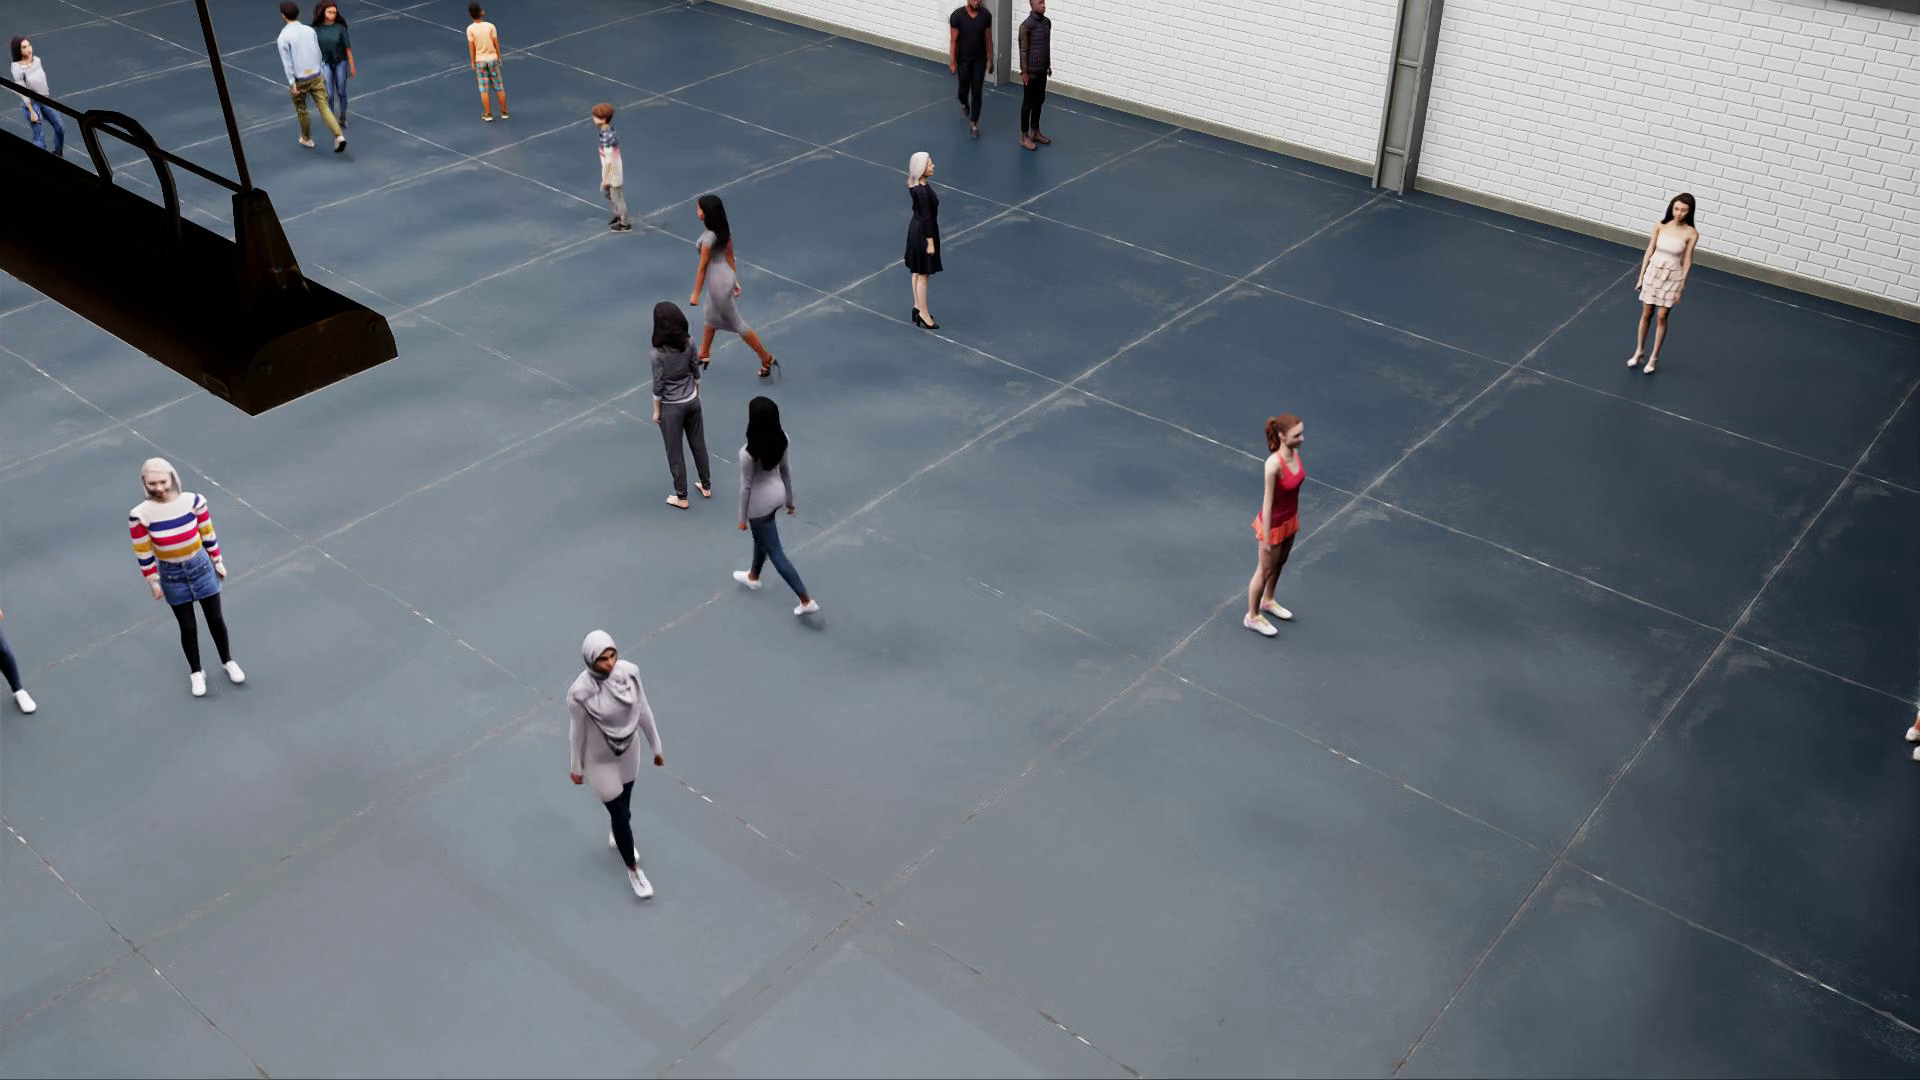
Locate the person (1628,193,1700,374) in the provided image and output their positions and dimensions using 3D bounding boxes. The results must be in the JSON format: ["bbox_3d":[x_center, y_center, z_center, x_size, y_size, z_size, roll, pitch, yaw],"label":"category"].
[{"bbox_3d":[6.402,-2.345,15.131,0.449,1.736,0.622,26,42,34],"label":"person"}]

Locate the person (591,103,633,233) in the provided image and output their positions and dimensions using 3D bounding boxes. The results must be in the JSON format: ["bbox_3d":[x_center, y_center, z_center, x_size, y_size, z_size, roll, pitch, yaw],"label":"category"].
[{"bbox_3d":[-3.683,-4.008,17.909,0.694,1.428,0.632,-3,34,-5],"label":"person"}]

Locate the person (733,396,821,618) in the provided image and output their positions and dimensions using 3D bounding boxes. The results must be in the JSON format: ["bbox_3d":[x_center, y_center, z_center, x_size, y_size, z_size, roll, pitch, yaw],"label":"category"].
[{"bbox_3d":[-1.324,-0.197,11.933,1.138,1.699,0.647,23,40,30],"label":"person"}]

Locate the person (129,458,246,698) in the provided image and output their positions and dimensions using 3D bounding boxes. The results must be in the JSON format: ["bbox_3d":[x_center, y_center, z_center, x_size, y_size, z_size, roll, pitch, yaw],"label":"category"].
[{"bbox_3d":[-5.201,0.226,11.197,0.705,1.808,0.613,-20,38,-27],"label":"person"}]

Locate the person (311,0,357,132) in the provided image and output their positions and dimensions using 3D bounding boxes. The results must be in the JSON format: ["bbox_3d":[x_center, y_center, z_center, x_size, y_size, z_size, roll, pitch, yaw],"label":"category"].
[{"bbox_3d":[-7.778,-5.892,20.596,0.757,1.594,0.813,-2,34,-3],"label":"person"}]

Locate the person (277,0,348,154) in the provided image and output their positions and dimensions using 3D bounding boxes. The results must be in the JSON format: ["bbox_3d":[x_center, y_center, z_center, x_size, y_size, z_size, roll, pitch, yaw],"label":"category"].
[{"bbox_3d":[-7.720,-5.459,19.776,1.167,1.779,0.713,27,42,35],"label":"person"}]

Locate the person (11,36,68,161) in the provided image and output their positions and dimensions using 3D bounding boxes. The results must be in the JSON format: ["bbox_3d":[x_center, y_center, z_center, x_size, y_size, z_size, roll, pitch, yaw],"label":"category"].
[{"bbox_3d":[-10.761,-5.029,19.278,0.724,1.614,0.712,10,35,14],"label":"person"}]

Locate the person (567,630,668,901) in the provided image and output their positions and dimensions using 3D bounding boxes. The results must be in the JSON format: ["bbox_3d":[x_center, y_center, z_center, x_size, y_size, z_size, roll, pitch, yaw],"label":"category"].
[{"bbox_3d":[-2.074,1.223,9.746,0.722,1.755,0.884,-27,42,-34],"label":"person"}]

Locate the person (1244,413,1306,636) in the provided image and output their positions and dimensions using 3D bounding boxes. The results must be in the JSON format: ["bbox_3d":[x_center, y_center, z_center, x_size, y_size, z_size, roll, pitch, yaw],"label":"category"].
[{"bbox_3d":[2.250,-0.131,11.786,0.536,1.751,0.561,23,40,30],"label":"person"}]

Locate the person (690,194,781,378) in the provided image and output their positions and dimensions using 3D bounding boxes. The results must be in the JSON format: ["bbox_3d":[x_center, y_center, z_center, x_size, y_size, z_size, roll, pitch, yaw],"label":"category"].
[{"bbox_3d":[-2.042,-2.211,14.934,1.211,1.730,0.957,7,34,10],"label":"person"}]

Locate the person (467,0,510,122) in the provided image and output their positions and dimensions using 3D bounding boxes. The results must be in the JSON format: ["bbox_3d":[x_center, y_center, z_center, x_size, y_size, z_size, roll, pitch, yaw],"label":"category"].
[{"bbox_3d":[-5.951,-6.016,20.902,0.602,1.460,0.617,-13,36,-18],"label":"person"}]

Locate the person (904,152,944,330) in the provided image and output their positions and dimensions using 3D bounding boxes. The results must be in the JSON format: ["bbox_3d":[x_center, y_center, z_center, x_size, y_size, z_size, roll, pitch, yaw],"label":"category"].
[{"bbox_3d":[-0.348,-2.876,15.920,0.758,1.747,0.679,-7,34,-11],"label":"person"}]

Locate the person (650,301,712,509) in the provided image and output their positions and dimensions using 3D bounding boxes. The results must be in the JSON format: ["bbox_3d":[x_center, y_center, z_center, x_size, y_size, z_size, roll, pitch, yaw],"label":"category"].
[{"bbox_3d":[-2.229,-1.072,13.190,0.631,1.764,0.561,-25,41,-33],"label":"person"}]

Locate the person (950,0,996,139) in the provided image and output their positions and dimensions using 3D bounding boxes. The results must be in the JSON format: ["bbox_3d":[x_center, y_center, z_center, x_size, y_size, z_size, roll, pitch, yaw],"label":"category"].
[{"bbox_3d":[0.122,-5.898,20.420,1.050,1.797,1.120,-5,34,-7],"label":"person"}]

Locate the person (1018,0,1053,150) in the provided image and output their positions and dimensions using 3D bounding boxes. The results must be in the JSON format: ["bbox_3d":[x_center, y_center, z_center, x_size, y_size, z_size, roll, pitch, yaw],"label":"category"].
[{"bbox_3d":[0.901,-5.665,20.034,0.549,1.836,0.679,25,41,32],"label":"person"}]
